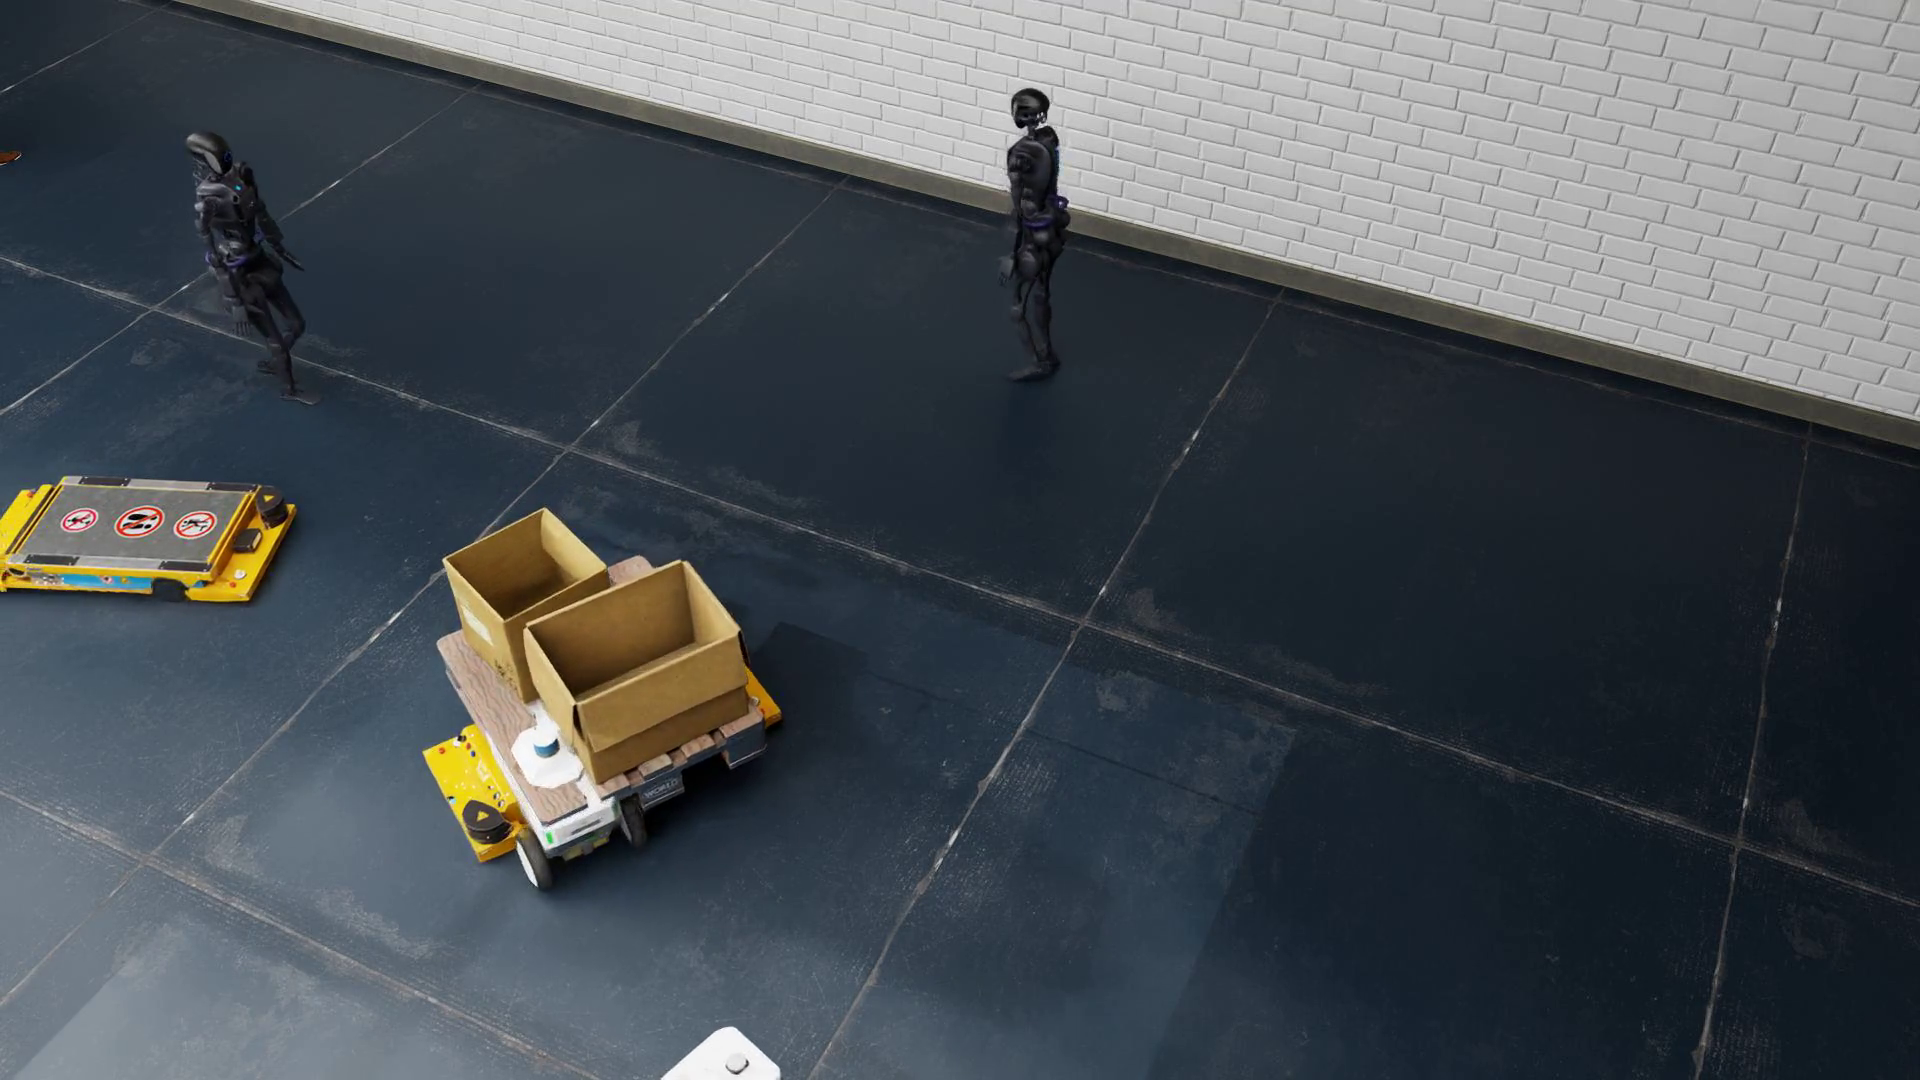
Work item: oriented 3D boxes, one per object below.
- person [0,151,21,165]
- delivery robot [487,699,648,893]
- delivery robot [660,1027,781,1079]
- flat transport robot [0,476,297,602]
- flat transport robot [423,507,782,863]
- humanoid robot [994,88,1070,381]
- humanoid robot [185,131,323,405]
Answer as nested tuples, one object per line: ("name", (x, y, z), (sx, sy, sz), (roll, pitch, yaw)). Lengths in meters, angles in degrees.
("person", (-6.564, -3.161, 10.658), (0.499, 1.636, 0.282), (18, 46, 19))
("delivery robot", (-1.675, 1.030, 6.936), (0.499, 0.597, 0.779), (-23, 48, -23))
("delivery robot", (-0.942, 2.072, 5.813), (0.499, 0.599, 0.784), (32, 52, 30))
("flat transport robot", (-4.124, -0.008, 8.263), (1.431, 0.231, 0.659), (3, 43, 3))
("flat transport robot", (-1.571, 0.842, 7.347), (1.431, 0.231, 0.659), (-24, 48, -24))
("humanoid robot", (0.419, -1.634, 8.983), (0.405, 1.637, 0.613), (18, 46, 19))
("humanoid robot", (-3.753, -1.416, 8.744), (0.404, 1.647, 0.598), (6, 43, 6))
